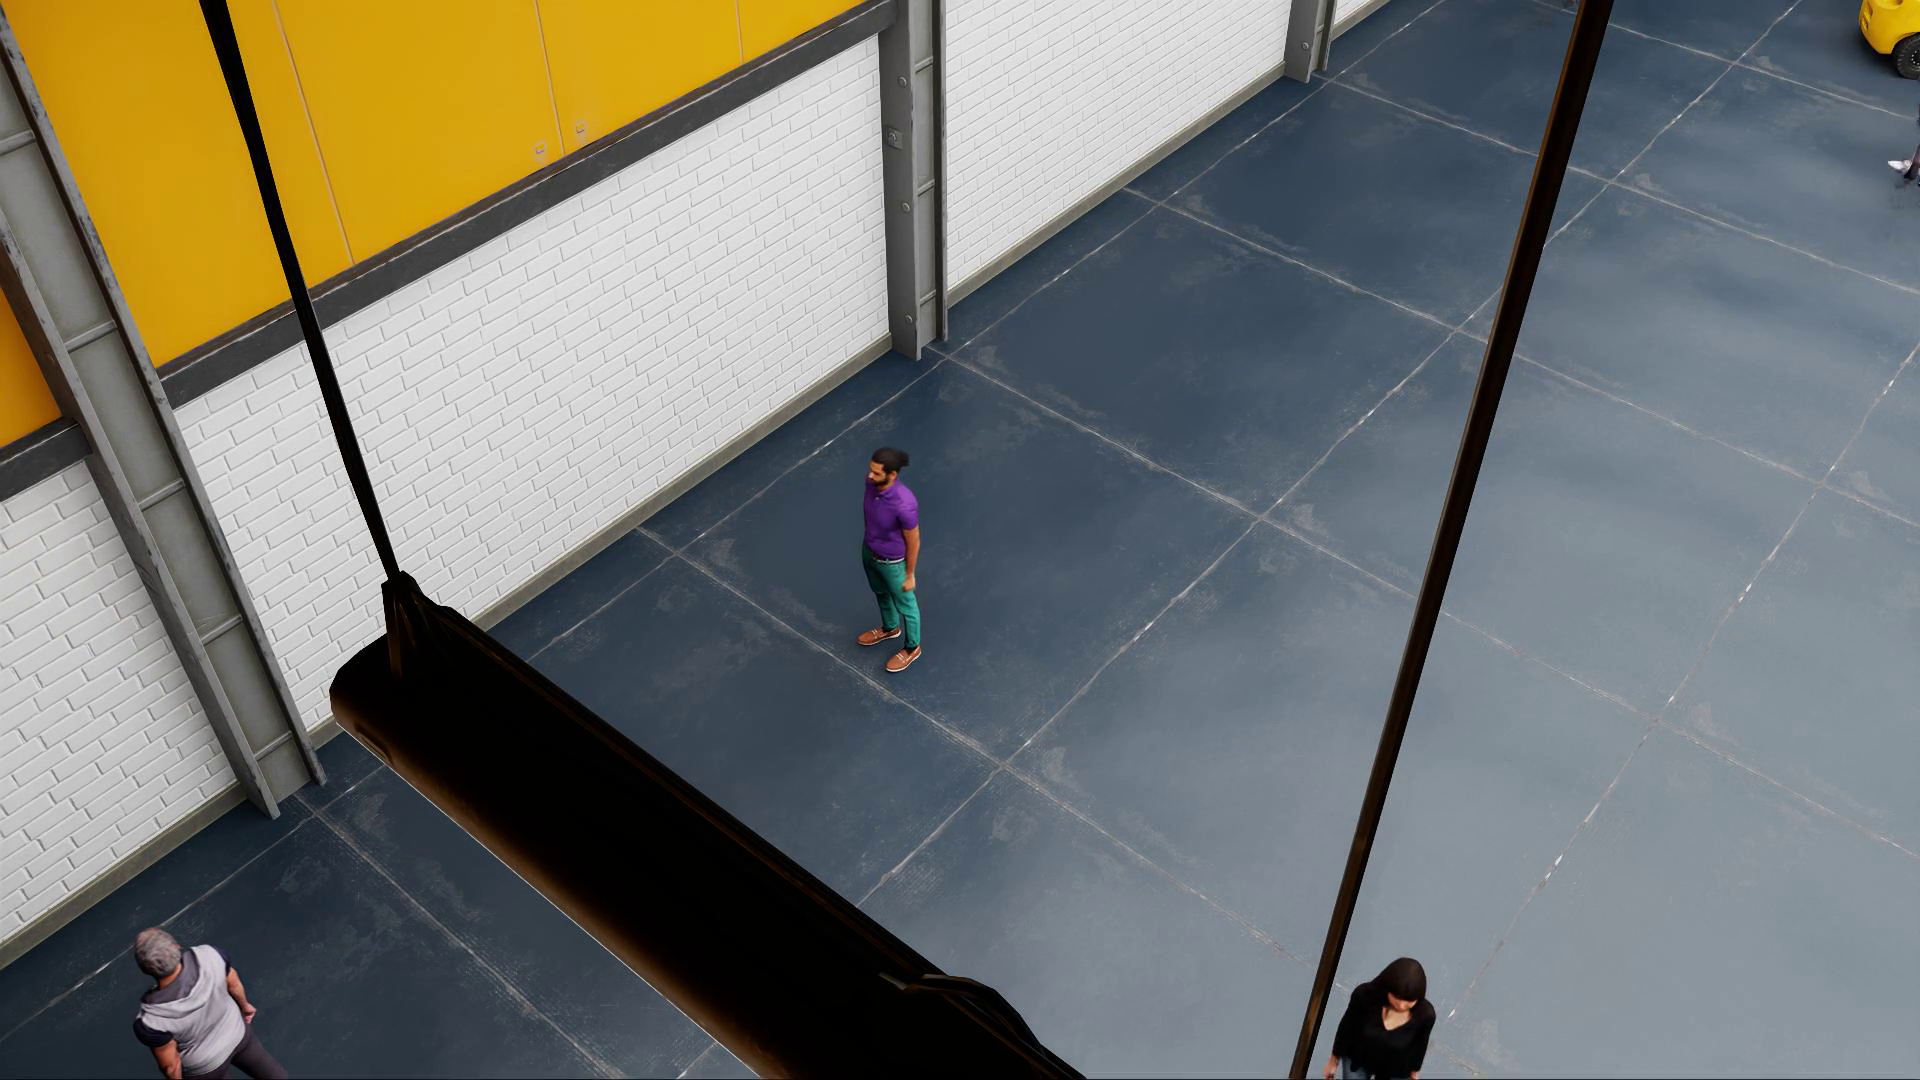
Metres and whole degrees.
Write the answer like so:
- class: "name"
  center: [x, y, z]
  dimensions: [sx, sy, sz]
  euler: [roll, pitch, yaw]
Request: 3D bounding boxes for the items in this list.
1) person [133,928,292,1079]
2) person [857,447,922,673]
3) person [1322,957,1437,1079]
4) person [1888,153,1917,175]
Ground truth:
- class: "person"
  center: [-3.613, 2.462, 8.067]
  dimensions: [0.813, 1.826, 0.608]
  euler: [17, 46, 17]
- class: "person"
  center: [-0.436, 0.098, 10.591]
  dimensions: [0.609, 1.768, 0.676]
  euler: [-29, 51, -27]
- class: "person"
  center: [2.050, 2.499, 8.162]
  dimensions: [0.656, 1.641, 0.663]
  euler: [17, 46, 17]
- class: "person"
  center: [9.222, -3.963, 14.914]
  dimensions: [1.134, 1.684, 1.048]
  euler: [-7, 44, -7]
